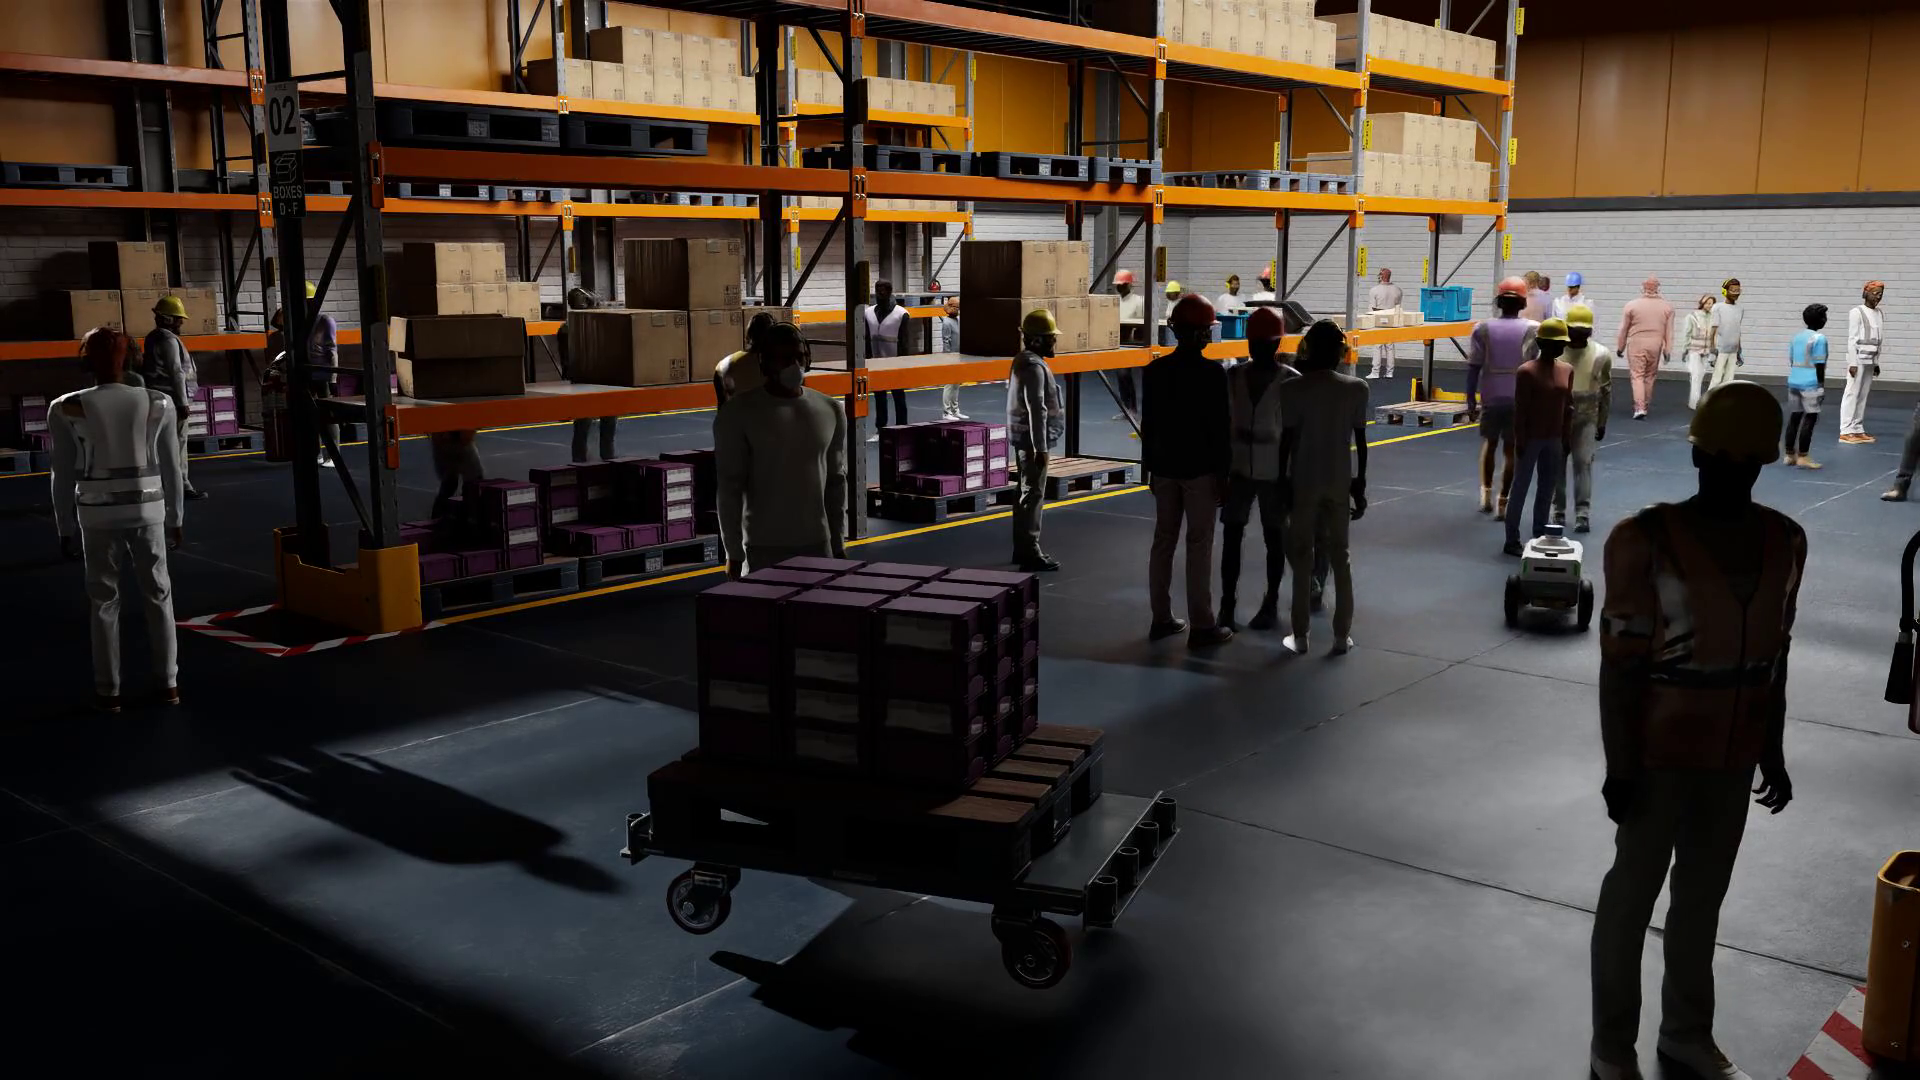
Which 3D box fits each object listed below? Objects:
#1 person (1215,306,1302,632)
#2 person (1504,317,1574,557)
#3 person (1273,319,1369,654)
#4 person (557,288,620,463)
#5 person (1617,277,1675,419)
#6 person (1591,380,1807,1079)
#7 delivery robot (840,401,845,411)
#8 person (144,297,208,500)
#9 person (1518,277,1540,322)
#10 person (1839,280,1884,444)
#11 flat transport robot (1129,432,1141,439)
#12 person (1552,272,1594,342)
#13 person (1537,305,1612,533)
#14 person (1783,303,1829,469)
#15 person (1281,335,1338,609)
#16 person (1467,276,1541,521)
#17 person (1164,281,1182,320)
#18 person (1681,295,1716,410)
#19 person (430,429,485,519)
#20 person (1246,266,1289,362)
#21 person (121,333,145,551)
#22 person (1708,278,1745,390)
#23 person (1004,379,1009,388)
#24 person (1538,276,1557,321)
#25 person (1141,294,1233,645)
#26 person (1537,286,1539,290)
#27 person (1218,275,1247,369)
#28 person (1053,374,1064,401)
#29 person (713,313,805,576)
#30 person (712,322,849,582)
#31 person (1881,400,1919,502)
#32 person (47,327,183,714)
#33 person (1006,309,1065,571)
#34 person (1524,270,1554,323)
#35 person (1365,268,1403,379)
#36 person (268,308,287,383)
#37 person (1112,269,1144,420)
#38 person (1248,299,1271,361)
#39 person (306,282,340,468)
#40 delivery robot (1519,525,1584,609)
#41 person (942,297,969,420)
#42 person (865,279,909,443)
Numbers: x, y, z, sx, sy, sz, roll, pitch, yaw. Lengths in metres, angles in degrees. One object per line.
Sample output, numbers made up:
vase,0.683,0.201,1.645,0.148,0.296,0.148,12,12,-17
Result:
person,1.725,-0.388,9.657,0.585,1.914,0.716,6,11,29
person,4.270,-0.744,12.163,0.523,1.759,0.351,-4,11,-24
person,2.009,-0.289,9.273,0.516,1.858,0.325,1,10,4
person,-3.390,-1.395,15.507,0.714,1.894,0.361,-7,12,-36
person,9.070,-2.535,22.025,0.649,1.878,0.868,1,10,7
person,1.944,0.539,4.373,0.588,1.923,0.383,-3,10,-15
delivery robot,-1.717,-1.595,20.151,0.707,0.478,0.477,9,13,41
person,-7.055,-1.264,14.925,0.403,1.822,0.589,-10,14,-43
person,7.842,-2.698,22.974,0.880,1.874,0.663,7,12,34
person,10.478,-2.059,19.277,0.574,1.884,0.360,-6,12,-32
flat transport robot,2.683,-1.332,19.727,0.652,0.197,1.431,8,13,40
person,8.318,-2.705,22.837,0.624,1.915,0.834,10,14,44
person,4.847,-0.955,13.233,0.603,1.794,0.848,4,11,21
person,8.700,-1.579,17.073,0.317,1.695,0.542,-1,10,-4
person,2.189,-0.413,10.341,0.495,1.733,0.354,-5,11,-25
person,4.594,-1.192,13.972,0.618,2.016,0.781,5,11,27
person,3.421,-3.190,26.092,0.620,1.749,0.533,-1,10,-7
person,10.269,-2.563,22.924,0.547,1.601,0.793,-1,10,-6
person,-3.726,-0.717,12.228,0.509,1.659,0.549,-7,12,-34
person,4.001,-2.581,21.920,0.903,2.021,0.616,-6,12,-31
person,-6.181,-0.727,12.419,0.508,1.636,0.268,7,12,35
person,9.790,-2.385,21.232,0.555,1.884,0.394,-4,11,-19
person,0.907,-3.438,26.811,0.614,1.993,0.395,1,10,7
person,9.161,-3.283,26.440,0.578,1.820,0.772,9,13,42
person,1.306,-0.400,9.512,0.378,1.996,0.611,-9,13,-42
person,8.789,-3.139,25.763,0.311,1.768,0.522,-3,10,-17
person,4.436,-3.379,26.994,0.513,1.816,1.019,-4,11,-23
person,1.290,-2.857,23.774,0.565,1.907,0.773,8,13,38
person,-1.291,-0.573,10.963,0.621,1.837,0.429,2,10,9
person,-0.756,0.027,7.247,0.631,1.940,0.372,-7,12,-33
person,8.757,-1.225,14.808,0.978,1.805,0.506,-3,10,-17
person,-4.085,-0.092,8.097,0.578,1.879,0.350,-7,12,-35
person,0.535,-0.704,11.707,0.404,1.830,0.601,-1,10,-7
person,8.117,-2.870,23.735,0.635,1.938,0.359,1,10,7
person,7.293,-3.730,28.715,0.645,1.913,0.409,-4,11,-20
person,-7.242,-1.687,17.903,0.494,1.625,0.281,8,12,37
person,2.136,-2.536,21.715,0.483,1.973,0.648,-9,13,-42
person,3.683,-2.106,20.264,0.312,1.634,0.520,-6,11,-30
person,-6.665,-1.696,17.127,0.588,1.919,0.402,4,11,20
delivery robot,3.640,0.150,10.217,0.477,0.478,0.707,4,11,21
person,-0.079,-2.372,21.804,0.295,1.622,0.509,4,11,22
person,-0.836,-2.050,19.171,0.590,1.907,0.408,7,12,33
